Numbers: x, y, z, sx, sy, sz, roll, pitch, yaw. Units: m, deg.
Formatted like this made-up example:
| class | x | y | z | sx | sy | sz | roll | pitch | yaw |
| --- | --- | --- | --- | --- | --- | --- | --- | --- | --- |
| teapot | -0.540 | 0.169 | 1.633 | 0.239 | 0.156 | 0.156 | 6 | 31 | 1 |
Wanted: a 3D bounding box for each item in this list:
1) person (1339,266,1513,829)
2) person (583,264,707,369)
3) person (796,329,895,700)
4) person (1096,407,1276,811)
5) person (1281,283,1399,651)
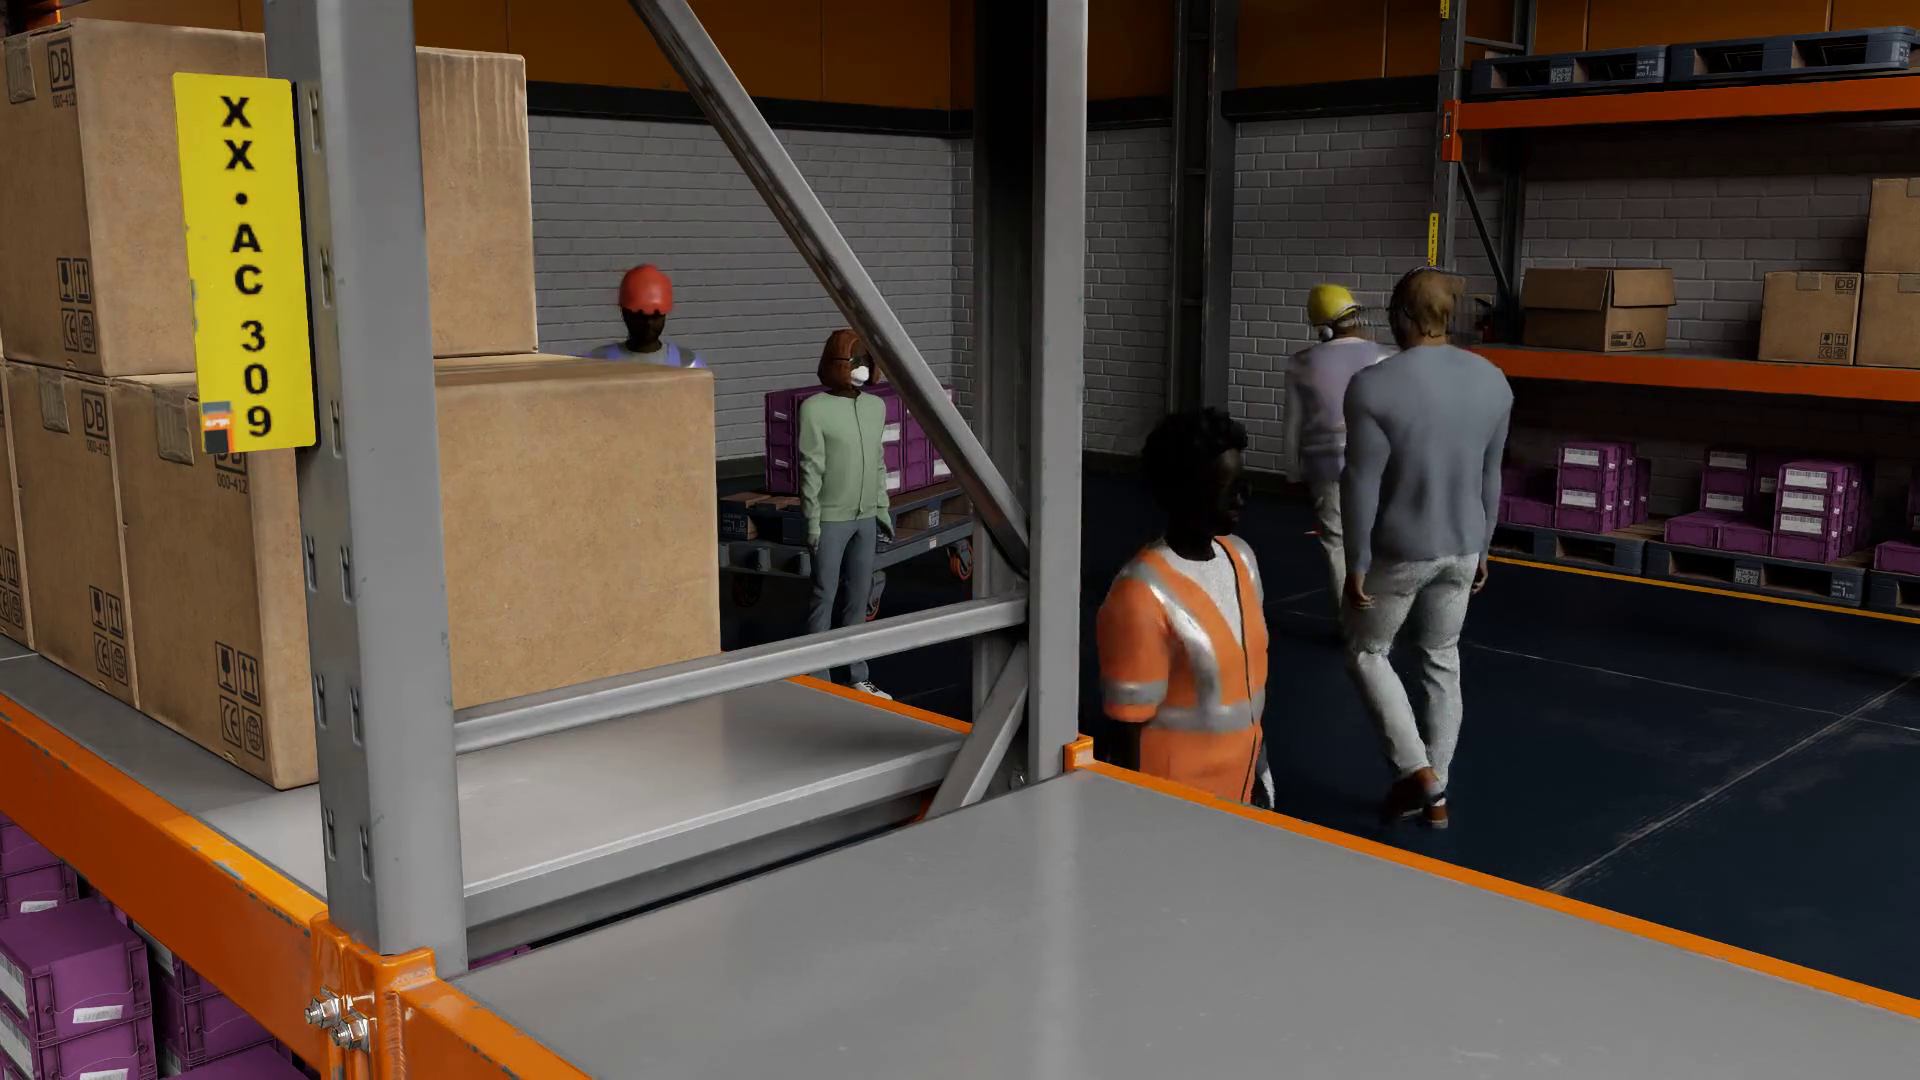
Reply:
| class | x | y | z | sx | sy | sz | roll | pitch | yaw |
| --- | --- | --- | --- | --- | --- | --- | --- | --- | --- |
| person | 1.549 | 0.050 | 5.608 | 0.634 | 1.925 | 0.460 | -3 | 11 | -15 |
| person | -1.334 | -0.215 | 7.093 | 0.545 | 1.910 | 0.668 | -2 | 11 | -11 |
| person | -0.480 | -0.076 | 7.068 | 0.278 | 1.634 | 0.498 | 9 | 14 | 41 |
| person | 0.431 | 0.531 | 3.661 | 0.740 | 1.675 | 0.536 | 7 | 13 | 34 |
| person | 1.876 | -0.346 | 8.110 | 0.628 | 1.795 | 0.436 | 1 | 10 | 5 |
